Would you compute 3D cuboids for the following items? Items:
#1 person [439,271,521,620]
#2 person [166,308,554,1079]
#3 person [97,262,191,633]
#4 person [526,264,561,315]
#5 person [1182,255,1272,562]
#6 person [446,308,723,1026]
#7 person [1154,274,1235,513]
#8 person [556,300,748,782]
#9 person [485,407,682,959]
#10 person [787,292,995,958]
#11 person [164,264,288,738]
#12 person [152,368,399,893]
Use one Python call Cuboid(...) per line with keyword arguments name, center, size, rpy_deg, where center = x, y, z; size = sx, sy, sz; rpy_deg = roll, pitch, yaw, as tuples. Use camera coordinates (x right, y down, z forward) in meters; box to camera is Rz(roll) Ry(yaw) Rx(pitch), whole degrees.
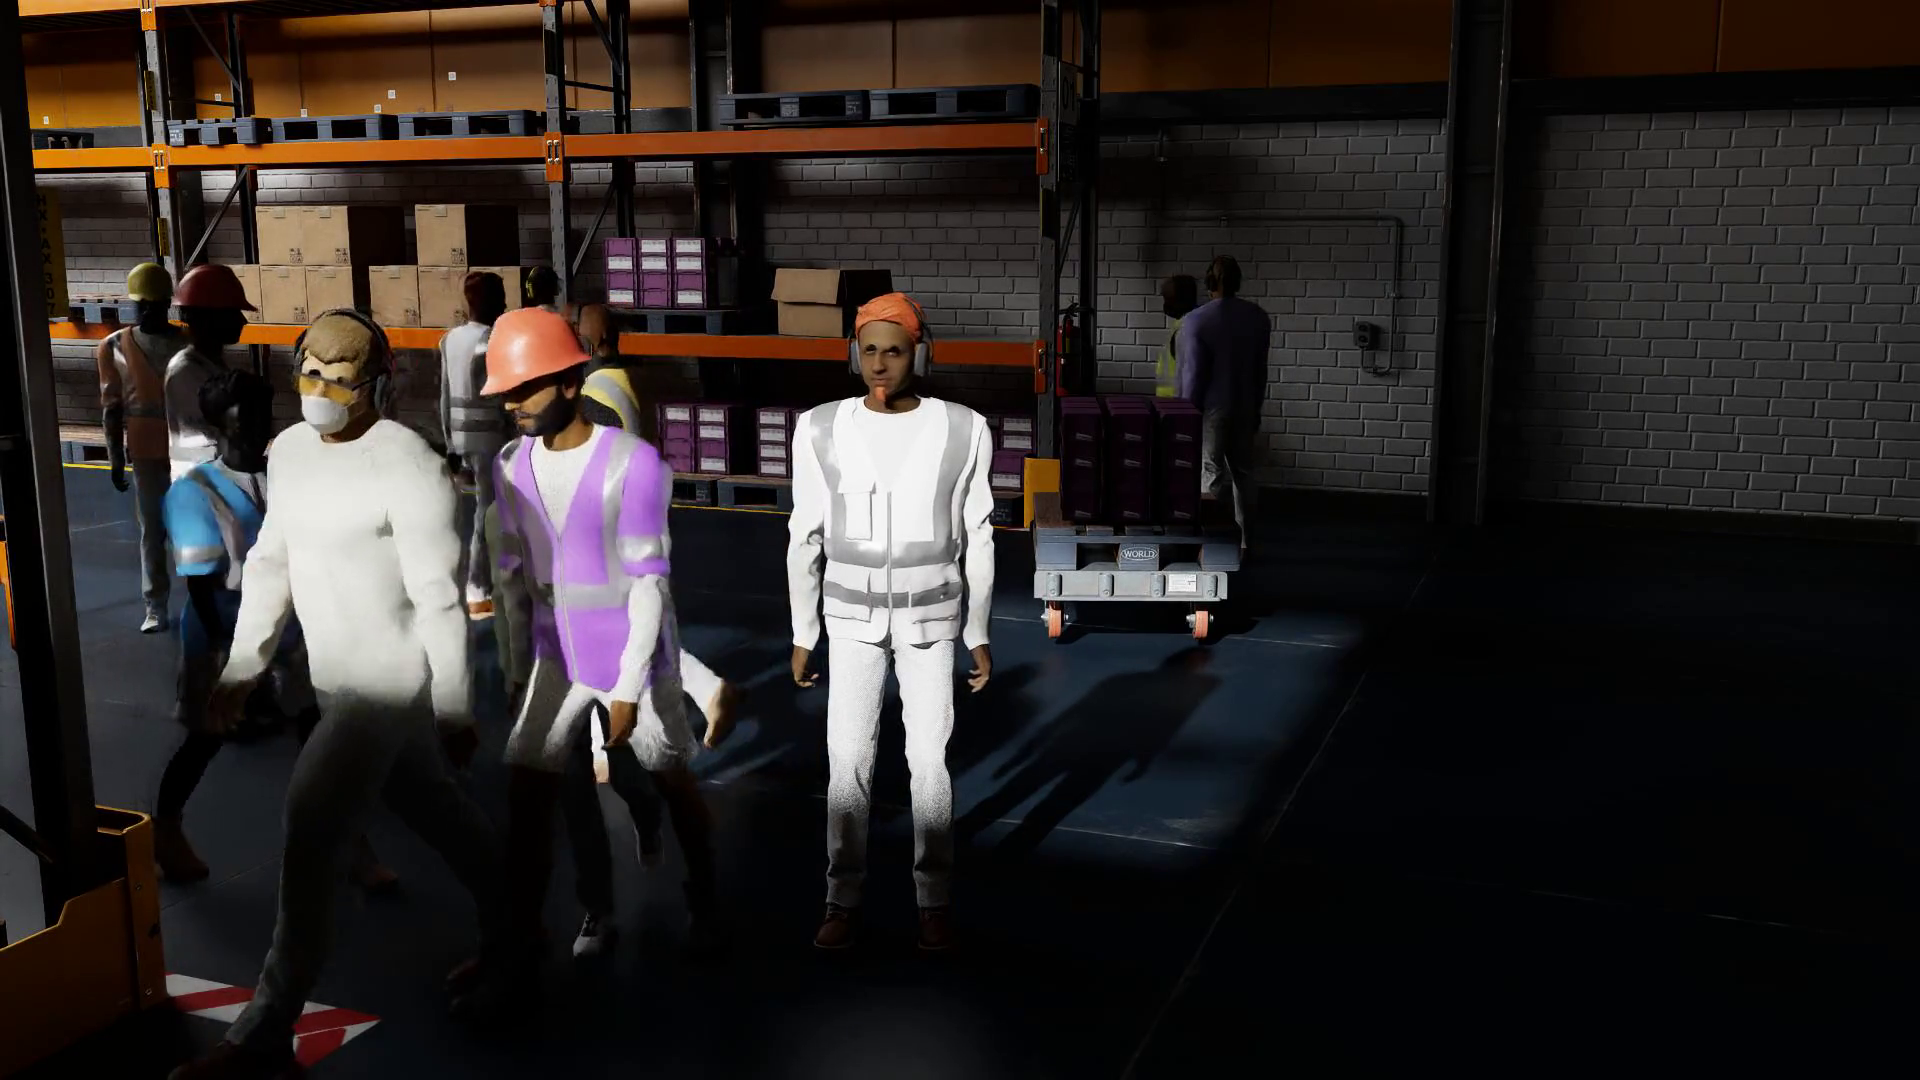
Cuboid(name="person", center=(-2.511, -0.510, 9.004), size=(0.588, 1.866, 0.603), rpy_deg=(10, 14, 43))
Cuboid(name="person", center=(-1.451, 0.361, 4.135), size=(1.060, 1.875, 0.645), rpy_deg=(-9, 14, -43))
Cuboid(name="person", center=(-4.107, -0.467, 8.621), size=(0.584, 1.918, 0.402), rpy_deg=(-4, 11, -22))
Cuboid(name="person", center=(-2.916, -1.011, 11.790), size=(0.544, 1.864, 0.397), rpy_deg=(-5, 11, -24))
Cuboid(name="person", center=(1.643, -0.804, 10.422), size=(0.627, 1.940, 0.371), rpy_deg=(-5, 11, -25))
Cuboid(name="person", center=(-0.984, 0.317, 4.457), size=(0.578, 1.863, 0.891), rpy_deg=(3, 11, 18))
Cuboid(name="person", center=(1.543, -0.872, 11.171), size=(0.484, 1.810, 0.679), rpy_deg=(3, 11, 16))
Cuboid(name="person", center=(-1.203, 0.020, 6.202), size=(0.672, 1.818, 0.634), rpy_deg=(0, 10, 1))
Cuboid(name="person", center=(-1.065, 0.362, 4.830), size=(0.538, 1.608, 0.539), rpy_deg=(0, 10, 0))
Cuboid(name="person", center=(-0.193, 0.252, 4.690), size=(0.583, 1.882, 0.338), rpy_deg=(0, 10, 1))
Cuboid(name="person", center=(-2.980, -0.147, 6.783), size=(0.395, 1.935, 0.552), rpy_deg=(-2, 10, -9))
Cuboid(name="person", center=(-2.230, 0.284, 5.157), size=(0.854, 1.657, 0.531), rpy_deg=(5, 11, 27))
